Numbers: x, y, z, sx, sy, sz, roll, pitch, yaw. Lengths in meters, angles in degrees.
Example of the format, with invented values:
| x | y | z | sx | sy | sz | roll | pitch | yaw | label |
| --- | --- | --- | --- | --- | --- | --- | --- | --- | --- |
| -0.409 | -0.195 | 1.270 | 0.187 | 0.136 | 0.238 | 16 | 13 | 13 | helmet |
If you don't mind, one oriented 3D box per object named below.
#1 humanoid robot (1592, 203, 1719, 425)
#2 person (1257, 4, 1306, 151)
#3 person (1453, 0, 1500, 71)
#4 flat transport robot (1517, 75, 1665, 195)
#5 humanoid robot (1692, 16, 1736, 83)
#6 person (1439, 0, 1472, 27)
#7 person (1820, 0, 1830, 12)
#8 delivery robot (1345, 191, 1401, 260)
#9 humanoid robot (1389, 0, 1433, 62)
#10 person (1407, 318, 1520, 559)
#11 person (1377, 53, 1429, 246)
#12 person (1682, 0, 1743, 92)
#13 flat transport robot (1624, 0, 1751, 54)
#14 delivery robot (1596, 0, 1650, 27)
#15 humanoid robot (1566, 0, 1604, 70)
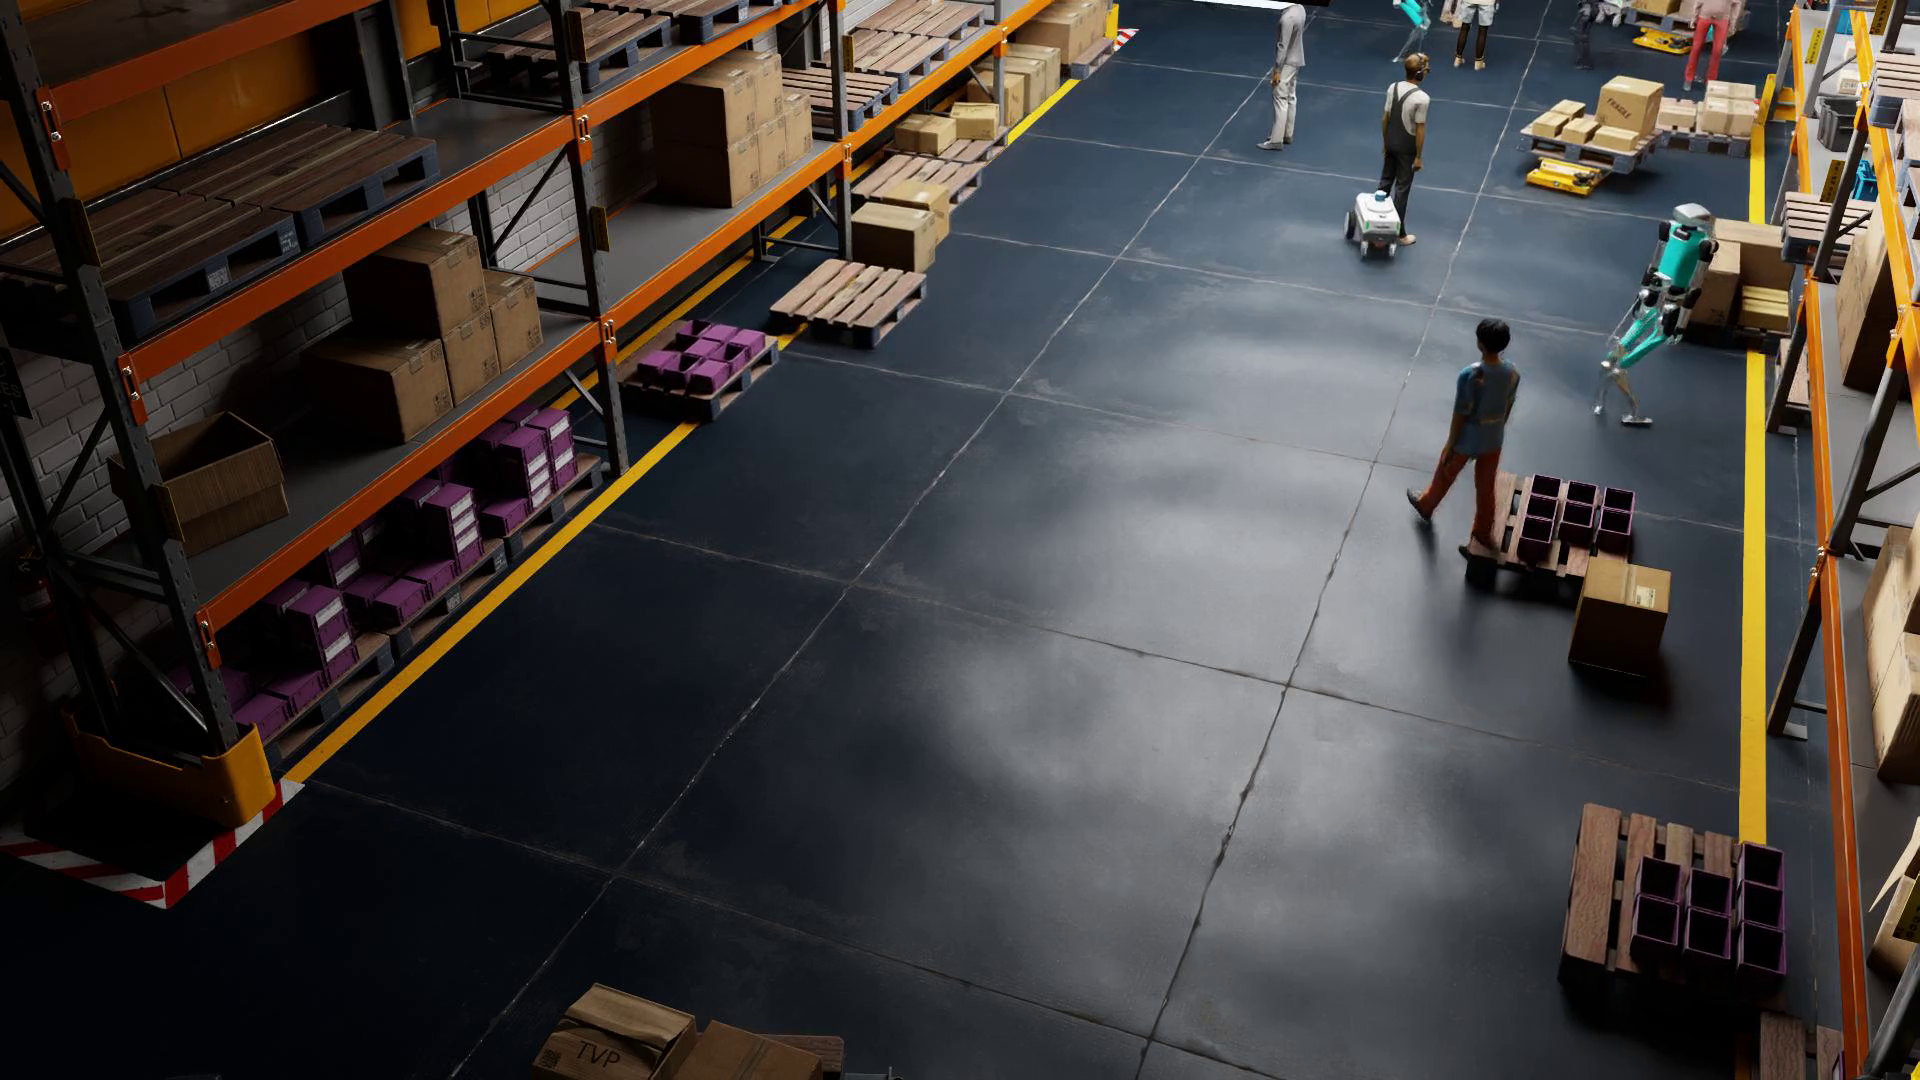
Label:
| x | y | z | sx | sy | sz | roll | pitch | yaw | label |
| --- | --- | --- | --- | --- | --- | --- | --- | --- | --- |
| 5.270 | -1.691 | 12.858 | 0.784 | 1.779 | 0.531 | -13 | 35 | -19 | humanoid robot |
| 3.566 | -5.191 | 18.136 | 0.402 | 1.893 | 0.535 | 17 | 37 | 24 | person |
| 6.462 | -6.702 | 20.654 | 0.528 | 1.688 | 0.322 | 17 | 36 | 24 | person |
| 6.687 | -4.058 | 17.872 | 0.659 | 0.231 | 1.431 | 23 | 39 | 31 | flat transport robot |
| 9.212 | -6.417 | 20.200 | 0.661 | 1.820 | 0.557 | 25 | 41 | 34 | humanoid robot |
| 6.795 | -7.761 | 22.227 | 0.433 | 1.755 | 0.529 | -9 | 34 | -13 | person |
| 10.969 | -6.777 | 20.610 | 0.519 | 1.866 | 0.392 | -5 | 33 | -8 | person |
| 4.032 | -3.080 | 16.113 | 0.499 | 0.614 | 0.818 | 2 | 33 | 3 | delivery robot |
| 5.728 | -6.856 | 20.851 | 0.862 | 1.776 | 0.587 | 13 | 35 | 19 | humanoid robot |
| 3.486 | -0.736 | 11.383 | 0.527 | 1.715 | 0.925 | -8 | 34 | -12 | person |
| 4.234 | -3.737 | 15.923 | 0.348 | 1.845 | 0.504 | -18 | 37 | -26 | person |
| 9.007 | -6.225 | 19.857 | 0.527 | 1.758 | 0.330 | 11 | 34 | 17 | person |
| 9.571 | -6.689 | 21.944 | 1.431 | 0.231 | 0.659 | -25 | 40 | -33 | flat transport robot |
| 9.077 | -7.344 | 22.680 | 0.764 | 0.578 | 0.499 | -20 | 38 | -28 | delivery robot |
| 7.830 | -6.678 | 20.635 | 0.362 | 1.645 | 0.601 | 6 | 33 | 10 | humanoid robot |
